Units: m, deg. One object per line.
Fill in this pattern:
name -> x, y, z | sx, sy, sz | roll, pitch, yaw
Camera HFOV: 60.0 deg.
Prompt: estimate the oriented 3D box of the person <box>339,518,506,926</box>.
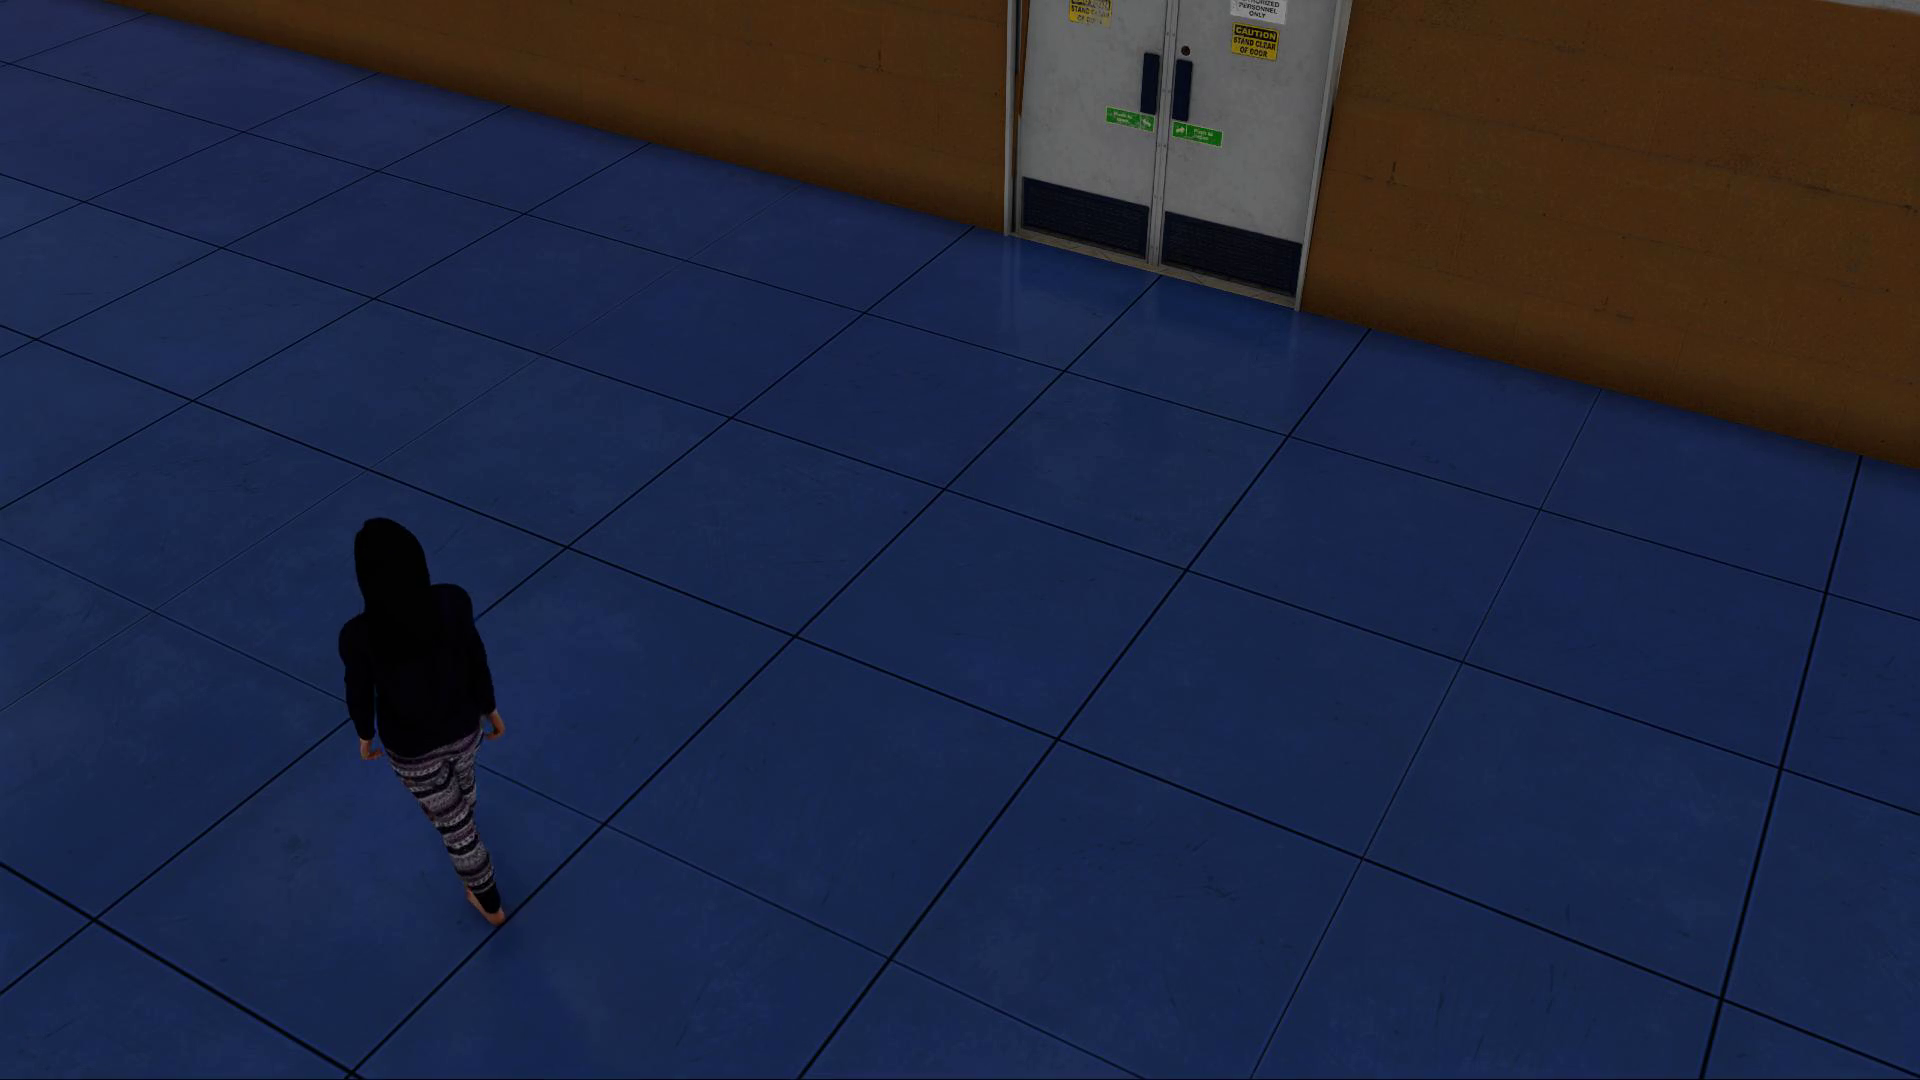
person -> -1.786, 0.693, 5.742 | 0.937, 1.713, 0.886 | -26, 44, -30
